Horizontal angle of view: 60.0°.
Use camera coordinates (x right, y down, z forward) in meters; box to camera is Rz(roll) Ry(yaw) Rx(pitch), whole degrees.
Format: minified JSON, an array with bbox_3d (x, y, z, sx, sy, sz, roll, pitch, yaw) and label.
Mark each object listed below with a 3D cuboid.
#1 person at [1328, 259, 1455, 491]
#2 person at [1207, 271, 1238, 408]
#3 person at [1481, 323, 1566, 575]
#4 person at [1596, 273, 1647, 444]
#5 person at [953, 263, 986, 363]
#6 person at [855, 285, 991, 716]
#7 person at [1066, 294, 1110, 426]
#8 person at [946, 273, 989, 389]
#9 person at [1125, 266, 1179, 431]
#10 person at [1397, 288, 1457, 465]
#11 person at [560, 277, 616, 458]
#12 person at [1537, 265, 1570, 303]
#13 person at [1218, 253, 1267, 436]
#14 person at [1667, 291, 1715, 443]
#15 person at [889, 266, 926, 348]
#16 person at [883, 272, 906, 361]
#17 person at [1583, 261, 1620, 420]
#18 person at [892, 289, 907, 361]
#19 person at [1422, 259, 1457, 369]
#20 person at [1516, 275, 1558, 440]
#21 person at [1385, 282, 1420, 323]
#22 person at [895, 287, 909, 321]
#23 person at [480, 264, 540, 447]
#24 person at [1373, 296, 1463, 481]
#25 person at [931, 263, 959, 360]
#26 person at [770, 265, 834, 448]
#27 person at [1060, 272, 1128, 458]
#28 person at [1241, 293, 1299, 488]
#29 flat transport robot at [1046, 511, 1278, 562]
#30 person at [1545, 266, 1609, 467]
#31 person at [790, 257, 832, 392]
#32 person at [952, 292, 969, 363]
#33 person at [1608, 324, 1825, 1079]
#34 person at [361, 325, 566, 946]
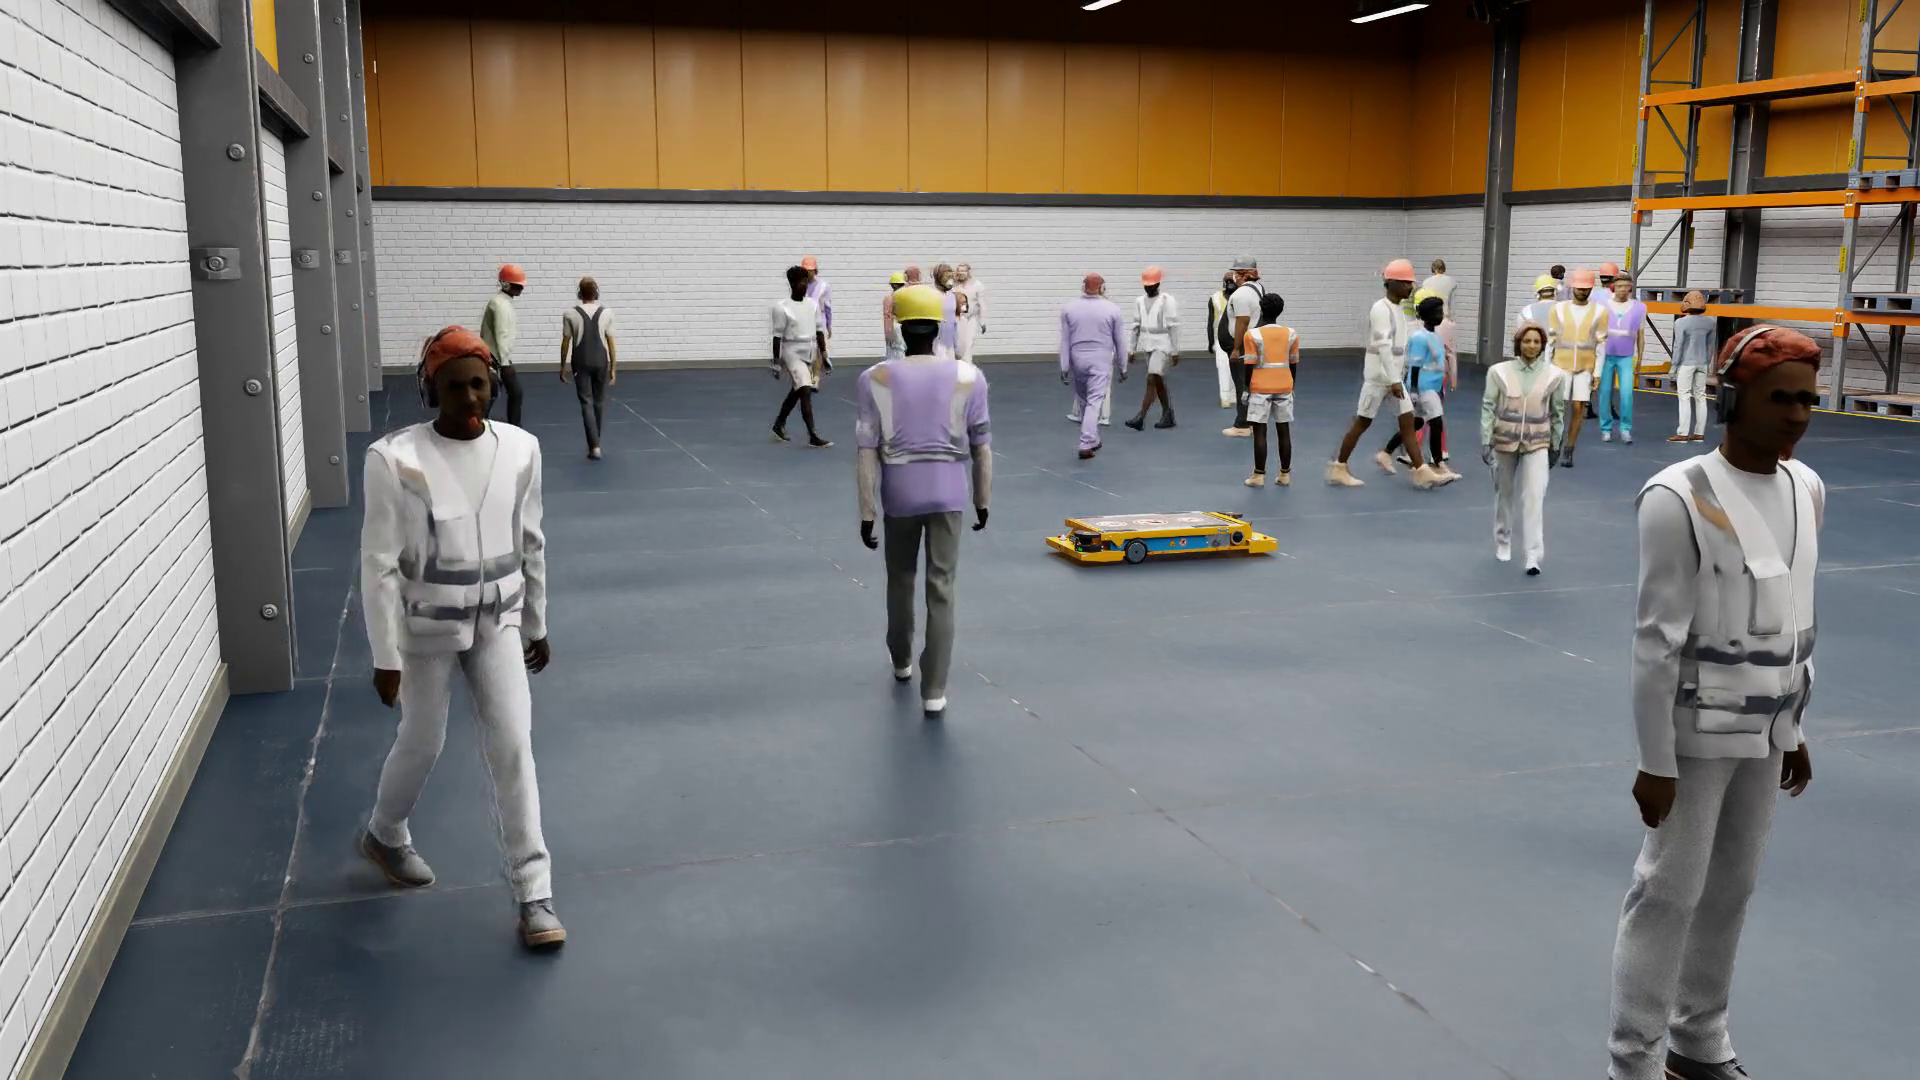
[{"bbox_3d":[3.695,-1.403,14.288,1.069,1.986,0.629,7,12,35],"label":"person"},{"bbox_3d":[3.612,-2.677,22.154,0.630,1.811,0.875,1,10,7],"label":"person"},{"bbox_3d":[3.620,-0.599,10.731,0.507,1.594,0.876,3,10,17],"label":"person"},{"bbox_3d":[7.029,-1.935,17.820,0.577,1.817,0.728,3,10,17],"label":"person"},{"bbox_3d":[0.018,-3.437,26.340,0.680,1.873,0.862,4,11,22],"label":"person"},{"bbox_3d":[-0.169,-0.204,7.589,0.609,1.889,0.913,0,10,-2],"label":"person"},{"bbox_3d":[1.563,-2.172,19.806,0.535,1.605,0.761,-5,11,-26],"label":"person"},{"bbox_3d":[-0.040,-2.862,23.200,0.895,1.818,0.552,5,11,26],"label":"person"},{"bbox_3d":[2.189,-2.199,19.151,0.922,1.881,0.580,-9,13,-43],"label":"person"},{"bbox_3d":[4.462,-1.554,15.930,0.879,1.697,0.535,-7,12,-37],"label":"person"},{"bbox_3d":[-3.734,-1.730,16.719,0.537,1.797,0.964,-4,11,-21],"label":"person"},{"bbox_3d":[10.095,-3.744,28.237,0.429,1.841,0.634,-7,12,-34],"label":"person"},{"bbox_3d":[3.150,-2.185,18.633,0.536,2.000,0.681,6,11,30],"label":"person"},{"bbox_3d":[7.884,-1.864,17.948,0.501,1.633,0.281,-3,10,-16],"label":"person"},{"bbox_3d":[-0.651,-2.803,22.718,0.657,1.856,0.894,-2,10,-13],"label":"person"},{"bbox_3d":[-0.895,-2.974,23.995,0.316,1.767,0.535,7,12,37],"label":"person"},{"bbox_3d":[7.915,-2.442,20.420,0.363,1.936,0.549,-8,13,-40],"label":"person"},{"bbox_3d":[-0.563,-1.628,16.377,0.847,1.716,0.487,5,11,28],"label":"person"},{"bbox_3d":[8.005,-3.728,27.885,0.628,1.931,0.374,-3,10,-16],"label":"person"},{"bbox_3d":[6.314,-1.946,17.937,0.603,1.797,0.784,4,11,22],"label":"person"},{"bbox_3d":[8.231,-4.194,30.888,0.666,1.825,0.603,6,11,29],"label":"person"},{"bbox_3d":[-0.590,-2.374,20.955,0.349,1.614,0.523,8,13,40],"label":"person"},{"bbox_3d":[-4.677,-1.843,16.984,0.838,1.924,0.640,-1,10,-6],"label":"person"},{"bbox_3d":[4.156,-1.381,15.063,0.827,1.665,0.529,6,11,31],"label":"person"},{"bbox_3d":[-0.192,-2.101,18.463,0.435,1.928,0.652,5,11,27],"label":"person"},{"bbox_3d":[-1.725,-1.950,17.654,1.028,1.923,0.608,8,12,38],"label":"person"},{"bbox_3d":[1.353,-1.767,16.769,0.656,1.853,1.019,4,10,20],"label":"person"},{"bbox_3d":[2.692,-1.295,14.472,0.536,1.696,0.321,-3,10,-16],"label":"person"},{"bbox_3d":[1.366,-0.035,11.305,1.431,0.197,0.652,-3,10,-17],"label":"flat transport robot"},{"bbox_3d":[5.862,-1.644,15.862,0.566,1.914,0.493,3,10,18],"label":"person"},{"bbox_3d":[-2.220,-3.182,24.583,0.637,1.982,1.075,0,10,0],"label":"person"},{"bbox_3d":[-0.116,-2.124,19.555,0.778,1.596,0.503,7,12,35],"label":"person"},{"bbox_3d":[1.748,0.452,3.818,0.583,1.882,0.337,-6,12,-31],"label":"person"},{"bbox_3d":[-1.549,0.264,5.087,0.629,1.837,0.983,-9,13,-41],"label":"person"}]
